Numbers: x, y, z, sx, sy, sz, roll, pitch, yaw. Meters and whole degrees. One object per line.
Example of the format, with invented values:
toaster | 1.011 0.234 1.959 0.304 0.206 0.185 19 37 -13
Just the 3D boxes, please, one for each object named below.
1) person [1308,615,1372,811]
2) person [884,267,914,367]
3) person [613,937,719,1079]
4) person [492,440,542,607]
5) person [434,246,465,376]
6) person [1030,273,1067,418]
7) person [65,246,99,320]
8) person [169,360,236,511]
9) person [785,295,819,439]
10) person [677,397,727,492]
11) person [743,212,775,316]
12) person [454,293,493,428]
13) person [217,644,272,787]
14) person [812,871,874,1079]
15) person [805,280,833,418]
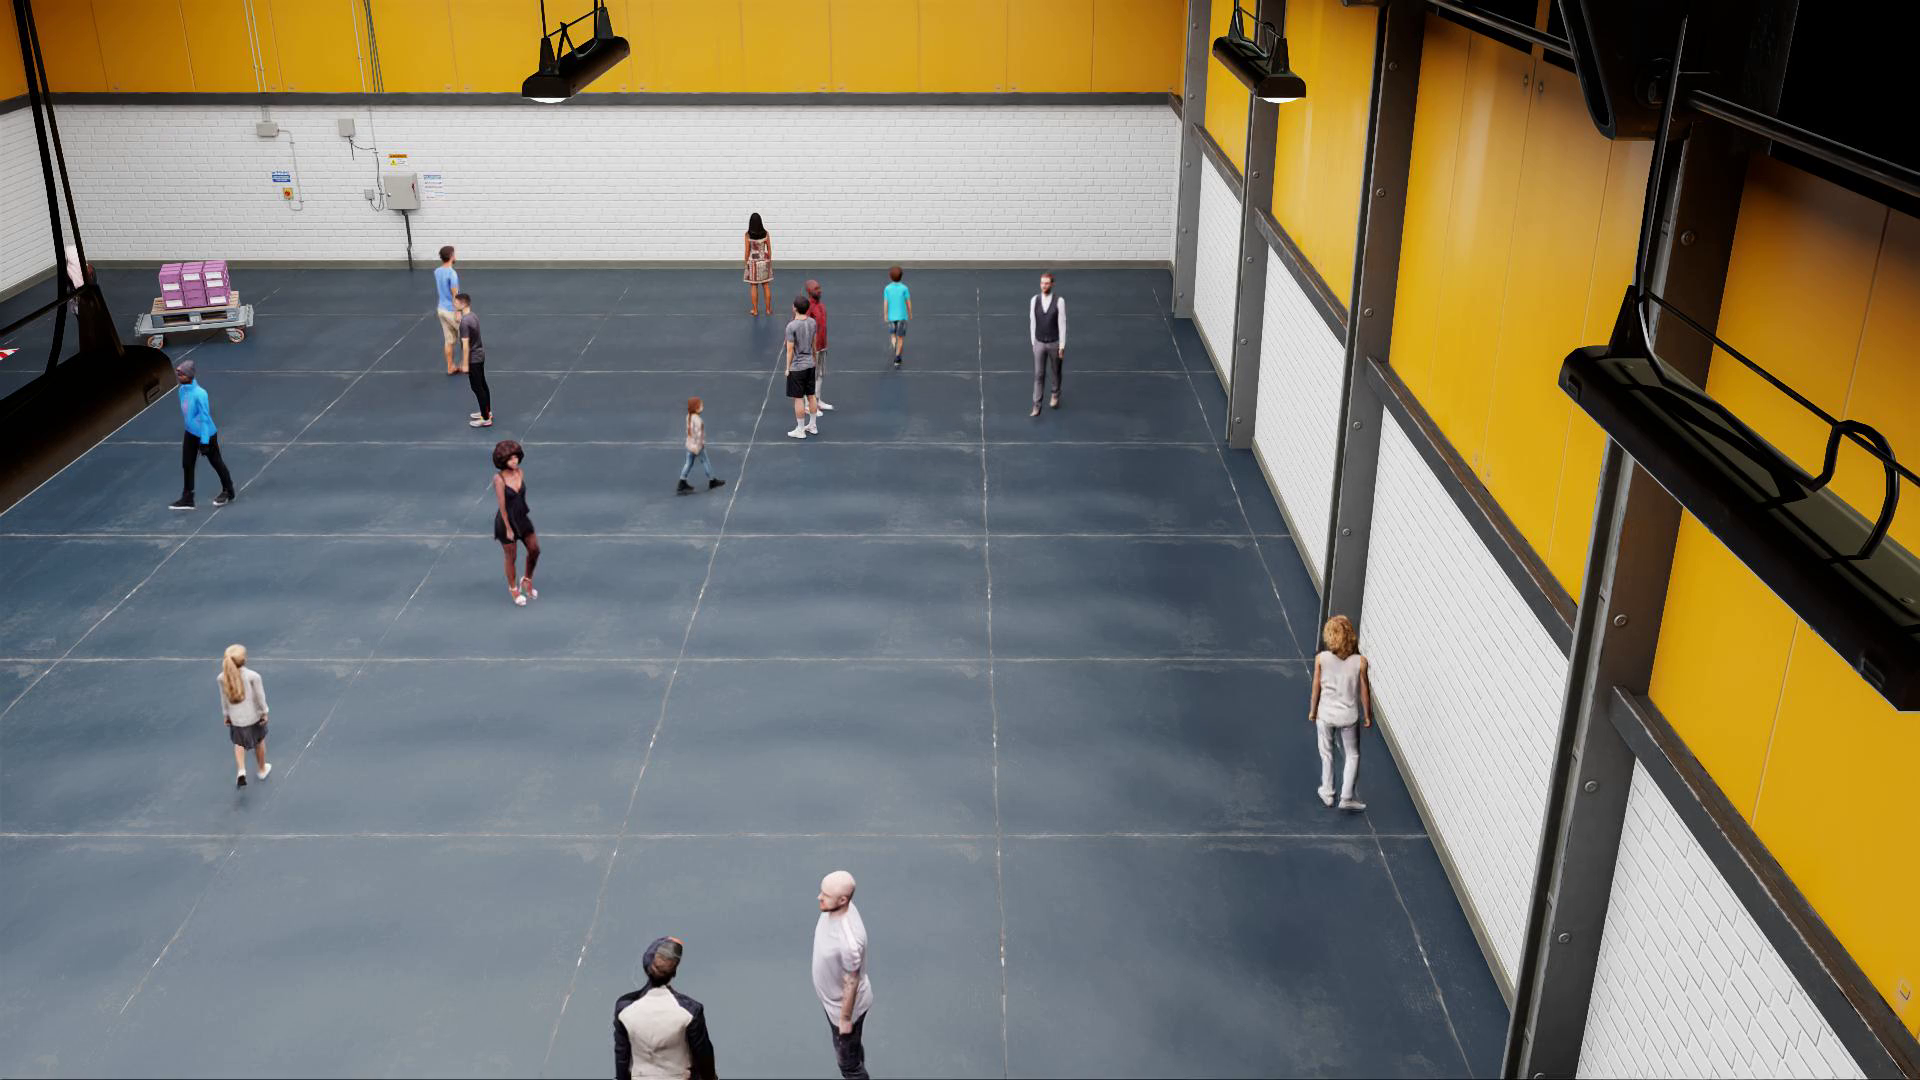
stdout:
person | 3.052 1.397 13.333 0.758 1.665 0.721 11 26 23
person | -0.917 -3.242 24.260 0.677 1.412 1.003 6 24 13
person | -1.636 3.069 9.232 0.732 1.885 0.618 3 24 6
person | -4.565 -0.169 16.775 0.749 1.776 0.686 17 29 33
person | -7.325 -3.234 23.696 0.814 1.848 0.870 17 29 34
person | 1.225 -2.644 22.294 0.937 1.891 1.312 7 25 17
person | -13.004 -3.562 24.713 0.747 1.636 0.799 -19 30 -37
person | -8.681 -1.229 19.213 0.931 1.766 1.087 13 27 27
person | -2.023 -2.236 21.384 0.791 1.872 0.726 21 31 39
person | -3.182 -1.117 19.697 0.799 1.172 0.809 -15 28 -31
person | -3.248 -4.445 26.721 0.715 1.645 0.658 -9 25 -19
person | -6.386 -2.379 21.853 0.724 1.759 0.535 -4 24 -9
person | -5.902 1.460 13.688 0.553 1.264 0.700 -3 24 -6
person | -0.689 2.760 10.011 0.765 1.827 0.591 -5 24 -12
person | -1.950 -2.600 22.284 0.803 1.819 0.643 9 25 20
